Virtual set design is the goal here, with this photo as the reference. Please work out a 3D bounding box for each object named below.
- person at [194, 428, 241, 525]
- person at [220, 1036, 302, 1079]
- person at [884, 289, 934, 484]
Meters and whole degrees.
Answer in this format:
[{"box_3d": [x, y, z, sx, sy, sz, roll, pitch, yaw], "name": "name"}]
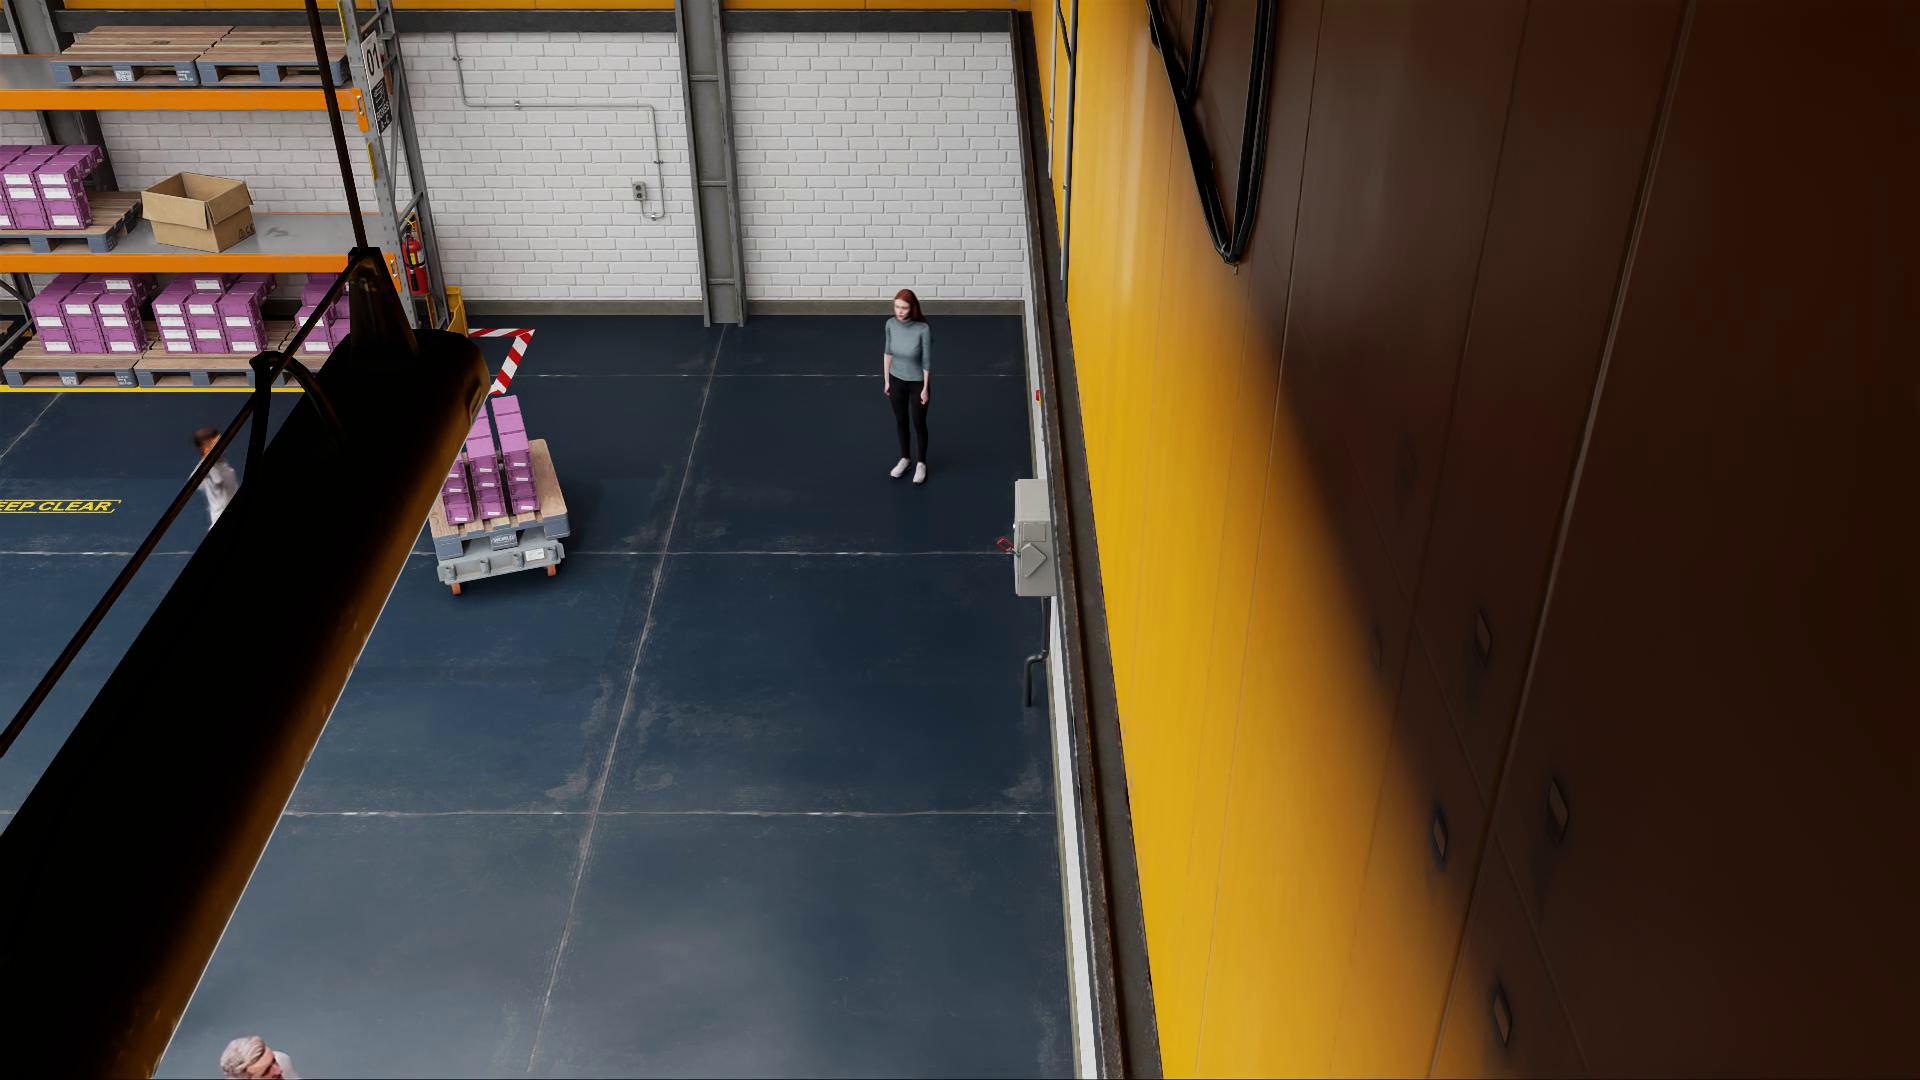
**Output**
[{"box_3d": [-5.491, -0.253, 12.452, 0.577, 1.453, 0.606, -9, 35, -13], "name": "person"}, {"box_3d": [-3.003, 2.856, 7.431, 0.546, 1.832, 0.688, 1, 34, 1], "name": "person"}, {"box_3d": [-0.417, -1.279, 13.736, 0.594, 1.740, 0.708, 15, 36, 21], "name": "person"}]
